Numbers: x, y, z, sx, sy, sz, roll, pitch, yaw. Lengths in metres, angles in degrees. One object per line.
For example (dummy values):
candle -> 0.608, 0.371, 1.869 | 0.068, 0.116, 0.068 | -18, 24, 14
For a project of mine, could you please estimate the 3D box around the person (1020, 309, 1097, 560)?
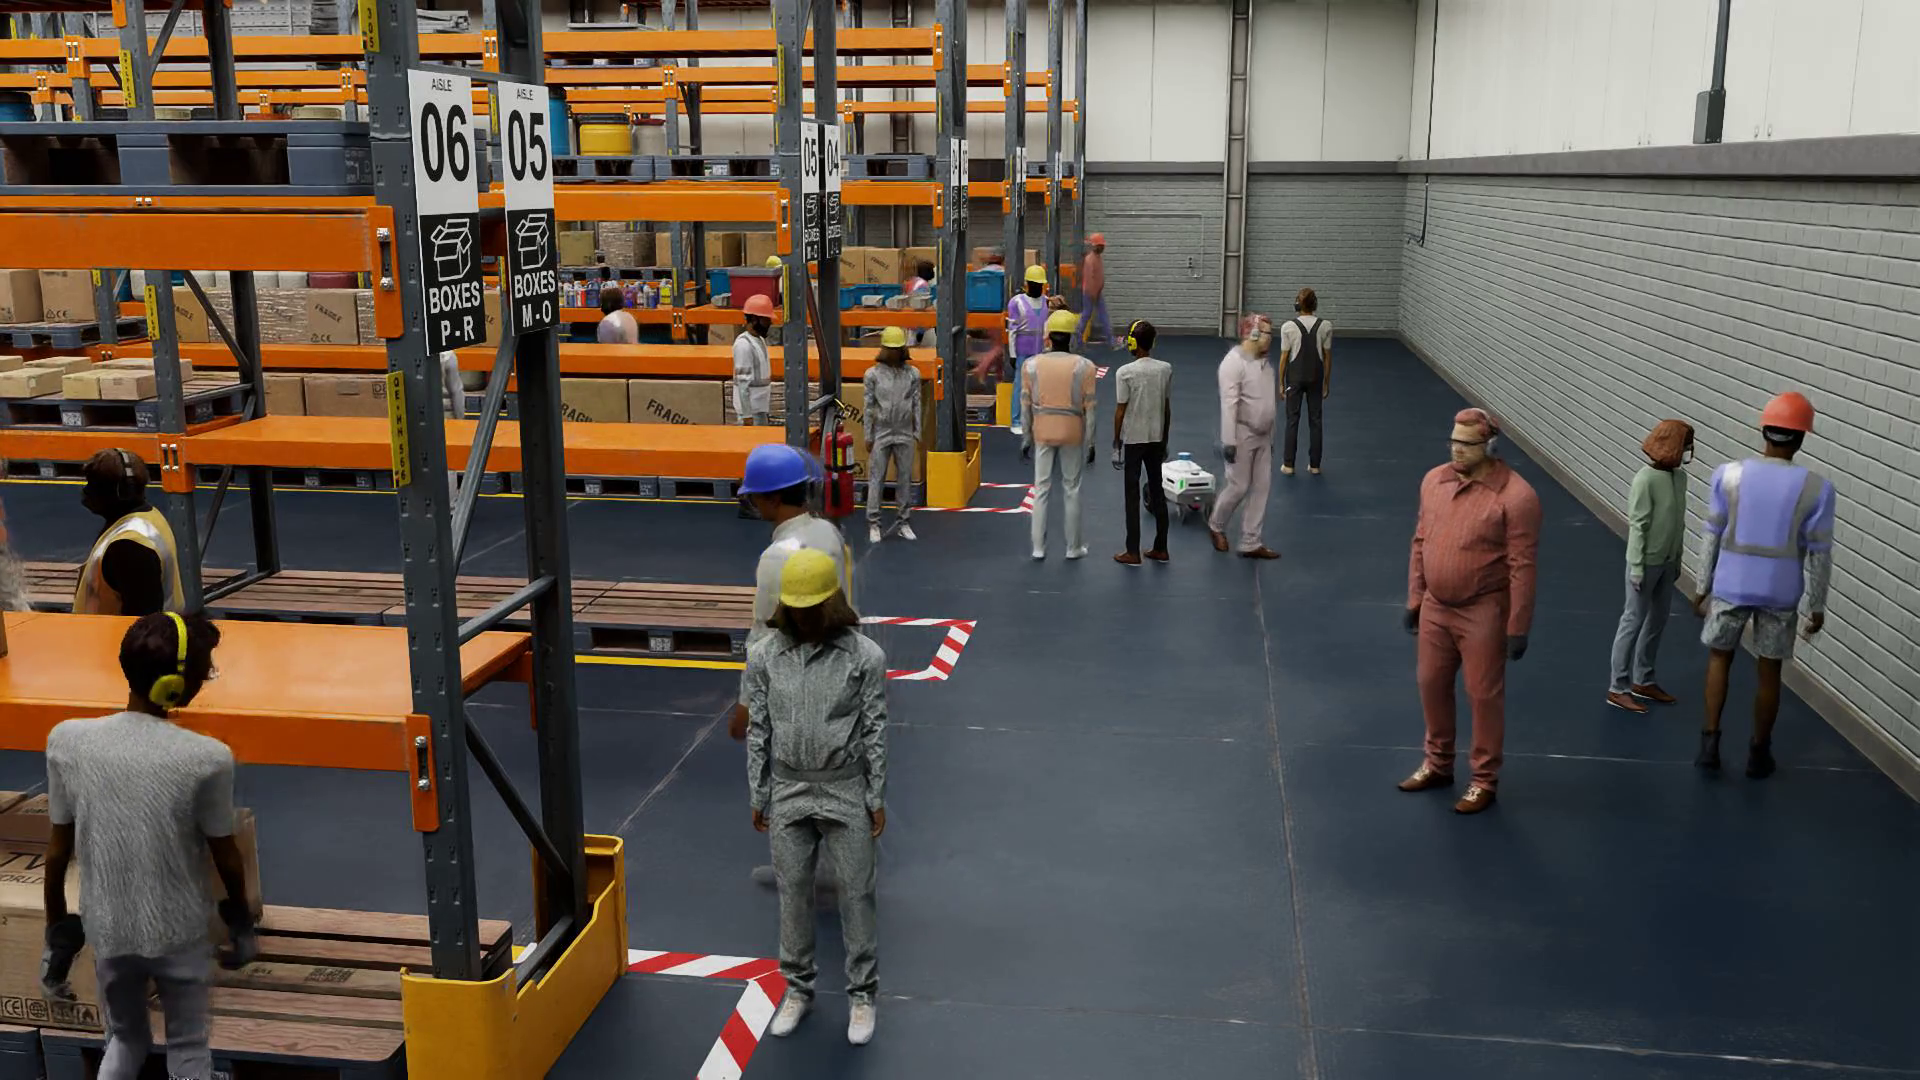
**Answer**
person -> 0.760, -0.797, 12.739 | 0.593, 1.925, 0.385 | 3, 13, 13

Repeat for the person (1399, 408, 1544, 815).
person -> 2.353, 0.327, 7.731 | 0.396, 1.897, 0.661 | -8, 15, -33

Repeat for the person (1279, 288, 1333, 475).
person -> 3.377, -1.544, 16.316 | 0.505, 1.840, 0.343 | 0, 12, 2

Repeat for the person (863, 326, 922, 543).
person -> -0.536, -0.846, 13.369 | 0.492, 1.742, 0.320 | -5, 13, -20

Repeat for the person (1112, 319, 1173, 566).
person -> 1.380, -0.731, 12.600 | 0.508, 1.860, 0.333 | -6, 14, -26

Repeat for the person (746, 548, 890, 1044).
person -> -0.483, 0.870, 5.651 | 0.491, 1.735, 0.326 | 2, 13, 7

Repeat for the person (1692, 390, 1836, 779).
person -> 3.895, 0.232, 8.082 | 0.593, 1.927, 0.428 | 8, 15, 31

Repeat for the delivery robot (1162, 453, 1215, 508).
delivery robot -> 1.927, -0.510, 14.344 | 0.477, 0.478, 0.707 | -3, 13, -14

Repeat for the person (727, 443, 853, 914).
person -> -0.708, 0.565, 6.586 | 0.603, 1.922, 0.613 | 2, 13, 10

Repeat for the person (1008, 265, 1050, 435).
person -> 0.825, -2.147, 18.856 | 0.593, 1.917, 0.397 | -6, 14, -27

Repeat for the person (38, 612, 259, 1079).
person -> -2.222, 1.071, 4.532 | 0.624, 1.836, 0.409 | -1, 13, -3

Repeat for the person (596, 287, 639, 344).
person -> -3.392, -1.628, 16.731 | 0.565, 1.821, 0.636 | 3, 13, 12

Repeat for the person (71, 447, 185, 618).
person -> -3.451, 0.525, 6.949 | 0.429, 1.845, 0.633 | -6, 14, -24

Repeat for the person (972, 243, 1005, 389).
person -> 0.453, -3.059, 22.682 | 0.763, 2.000, 0.695 | -10, 16, -37

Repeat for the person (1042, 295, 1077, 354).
person -> 1.082, -1.858, 18.193 | 0.316, 1.631, 0.524 | -10, 16, -38

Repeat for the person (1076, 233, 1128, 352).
person -> 2.309, -4.033, 27.269 | 0.984, 1.945, 0.661 | 6, 14, 25

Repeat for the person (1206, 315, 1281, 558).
person -> 2.186, -0.791, 12.847 | 0.711, 1.867, 0.644 | -12, 17, -43

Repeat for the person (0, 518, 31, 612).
person -> -5.841, 0.030, 9.758 | 0.861, 1.594, 0.513 | 2, 13, 10

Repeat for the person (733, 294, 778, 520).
person -> -1.742, -1.139, 14.281 | 0.388, 1.927, 0.550 | 2, 13, 11

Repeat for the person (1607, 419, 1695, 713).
person -> 3.849, 0.136, 9.211 | 0.503, 1.628, 0.279 | -10, 16, -37
